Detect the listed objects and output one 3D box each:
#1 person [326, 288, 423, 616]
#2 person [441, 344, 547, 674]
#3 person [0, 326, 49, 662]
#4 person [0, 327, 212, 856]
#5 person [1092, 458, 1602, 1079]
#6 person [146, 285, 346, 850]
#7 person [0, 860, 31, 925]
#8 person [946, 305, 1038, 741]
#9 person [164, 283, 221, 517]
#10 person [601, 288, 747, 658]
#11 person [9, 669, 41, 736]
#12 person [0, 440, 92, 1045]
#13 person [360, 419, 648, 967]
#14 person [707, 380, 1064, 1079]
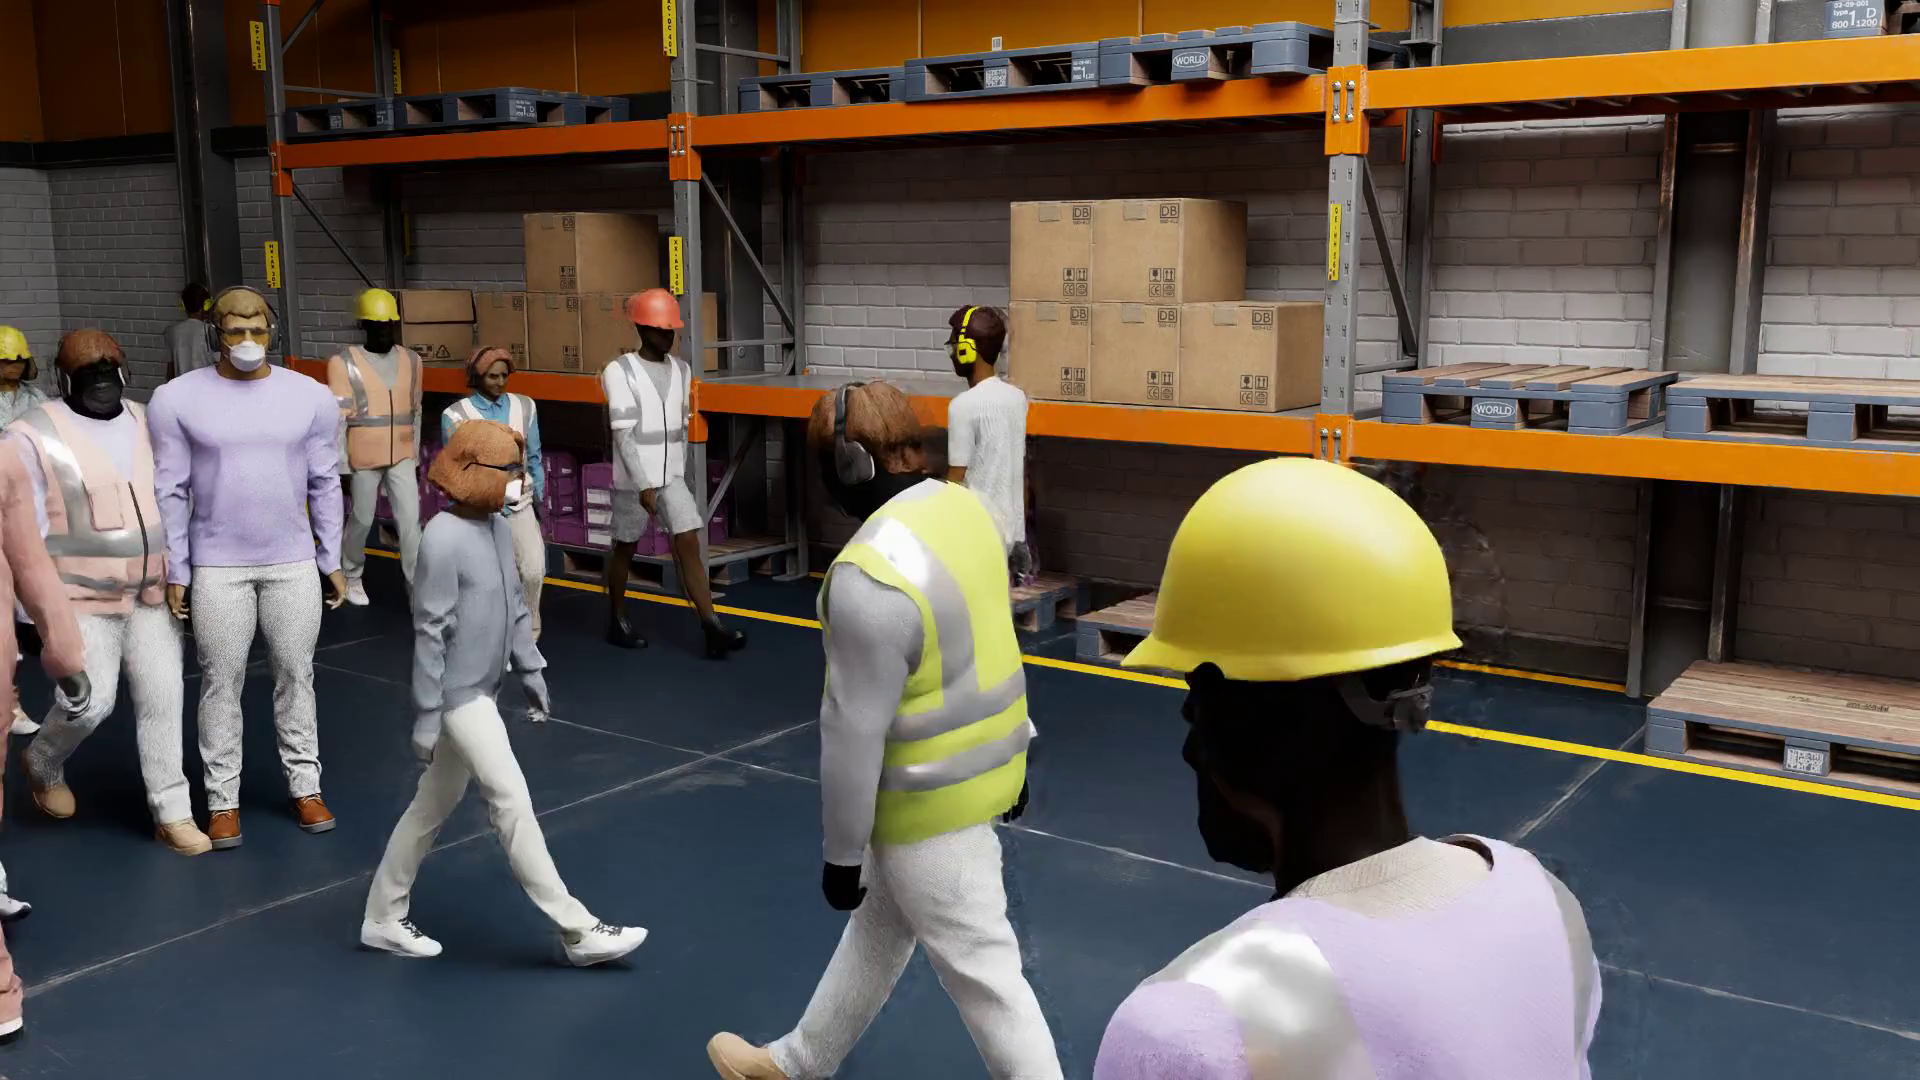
[{"bbox_3d":[-3.350,-0.504,9.548,0.604,1.880,0.995,-9,13,-44],"label":"person"},{"bbox_3d":[-2.234,-0.136,8.070,0.542,1.618,0.469,-8,12,-39],"label":"person"},{"bbox_3d":[-4.635,-0.198,8.225,0.880,1.694,0.480,6,11,30],"label":"person"},{"bbox_3d":[-2.961,0.174,5.703,0.761,1.815,0.634,6,11,31],"label":"person"},{"bbox_3d":[0.329,0.868,1.419,1.024,1.867,0.591,8,13,41],"label":"person"},{"bbox_3d":[-2.456,0.091,5.804,0.628,1.939,0.373,-6,11,-31],"label":"person"},{"bbox_3d":[-3.215,0.403,4.988,0.891,1.580,0.533,5,11,27],"label":"person"},{"bbox_3d":[0.055,0.017,6.514,0.385,1.856,0.512,5,11,27],"label":"person"},{"bbox_3d":[-5.755,-1.018,12.658,0.542,1.855,0.353,1,10,7],"label":"person"},{"bbox_3d":[-1.525,-0.323,8.424,0.549,1.871,1.013,-9,13,-44],"label":"person"},{"bbox_3d":[-4.405,-0.087,7.085,0.887,1.870,0.637,4,10,23],"label":"person"},{"bbox_3d":[-2.782,0.366,4.410,0.936,1.851,0.712,7,12,34],"label":"person"},{"bbox_3d":[-1.353,0.444,4.740,0.889,1.578,0.509,1,10,3],"label":"person"},{"bbox_3d":[-0.139,0.545,3.588,0.999,1.769,0.681,3,10,19],"label":"person"}]
